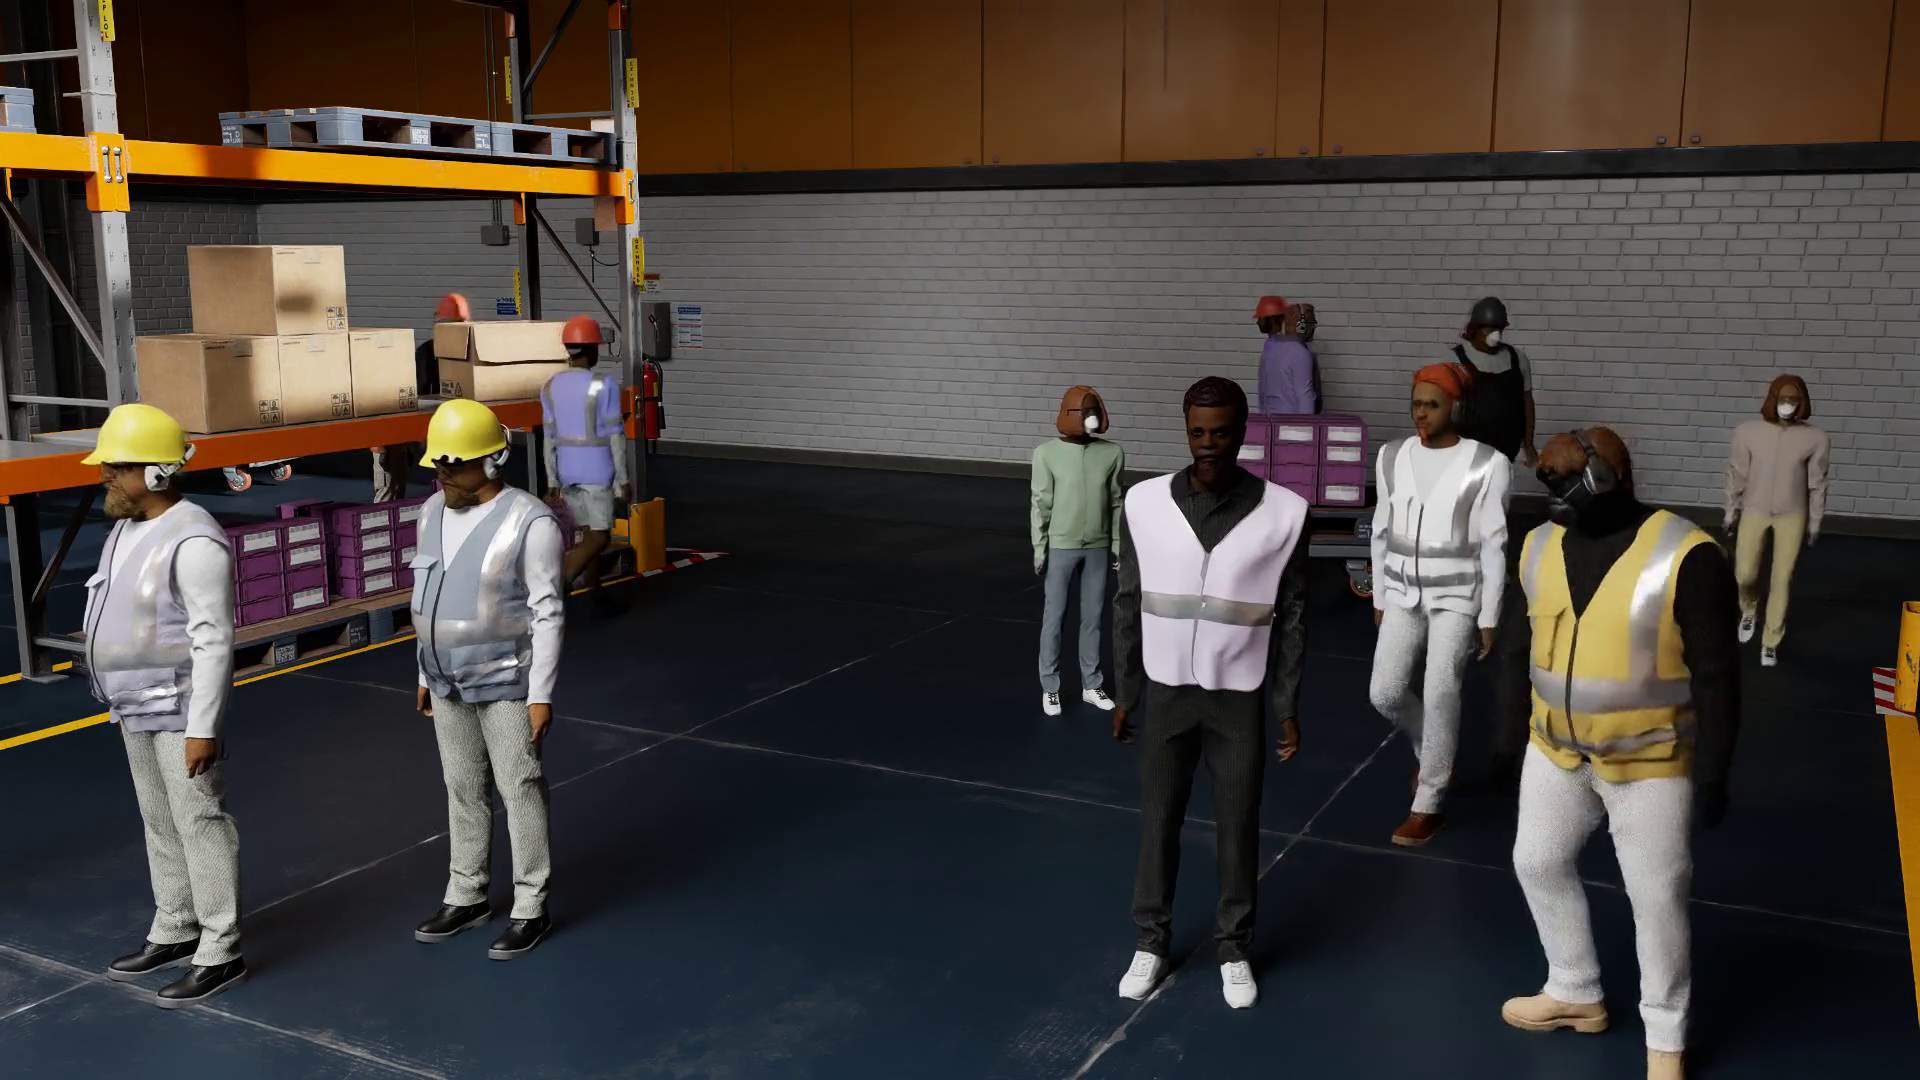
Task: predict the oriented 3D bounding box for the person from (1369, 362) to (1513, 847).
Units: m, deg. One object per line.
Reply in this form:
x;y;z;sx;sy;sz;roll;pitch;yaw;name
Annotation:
1.871;0.239;6.502;0.580;1.872;0.543;9;13;42;person

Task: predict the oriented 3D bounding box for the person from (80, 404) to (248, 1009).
-2.434;0.499;5.087;0.591;1.833;0.403;8;13;40;person

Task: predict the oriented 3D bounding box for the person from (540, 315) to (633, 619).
-2.311;-0.402;10.084;0.551;1.919;0.822;5;11;27;person

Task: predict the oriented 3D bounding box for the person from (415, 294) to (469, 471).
-3.877;-0.912;12.863;0.667;1.972;0.465;-7;12;-35;person

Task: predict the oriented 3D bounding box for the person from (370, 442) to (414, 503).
-4.197;-0.651;12.291;0.308;1.645;0.514;0;10;2;person

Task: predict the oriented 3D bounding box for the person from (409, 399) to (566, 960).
-1.555;0.449;5.410;0.589;1.822;0.403;5;11;28;person

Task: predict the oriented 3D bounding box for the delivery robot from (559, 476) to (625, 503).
-2.983;-0.416;13.806;0.707;0.478;0.477;3;10;15;delivery robot

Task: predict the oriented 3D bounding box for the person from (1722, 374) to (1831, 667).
4.538;-0.123;9.277;0.520;1.619;0.458;5;11;25;person

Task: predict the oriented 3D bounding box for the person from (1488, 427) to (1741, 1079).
1.796;0.598;4.595;0.434;1.815;0.685;-7;12;-36;person

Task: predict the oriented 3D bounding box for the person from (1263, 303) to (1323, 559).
2.519;-0.819;12.504;0.401;1.907;0.648;-2;10;-14;person

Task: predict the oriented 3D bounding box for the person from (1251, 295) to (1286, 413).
2.657;-1.122;14.213;0.407;1.918;0.575;5;11;26;person

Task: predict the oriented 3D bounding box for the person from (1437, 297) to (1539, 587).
3.657;-0.731;11.609;0.686;2.000;1.059;-2;10;-14;person

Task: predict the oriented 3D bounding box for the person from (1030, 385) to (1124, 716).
0.589;0.050;8.256;0.505;1.636;0.279;-4;10;-20;person

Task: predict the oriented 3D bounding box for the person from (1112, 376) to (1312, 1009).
0.753;0.460;5.065;0.587;1.920;0.391;2;10;13;person
